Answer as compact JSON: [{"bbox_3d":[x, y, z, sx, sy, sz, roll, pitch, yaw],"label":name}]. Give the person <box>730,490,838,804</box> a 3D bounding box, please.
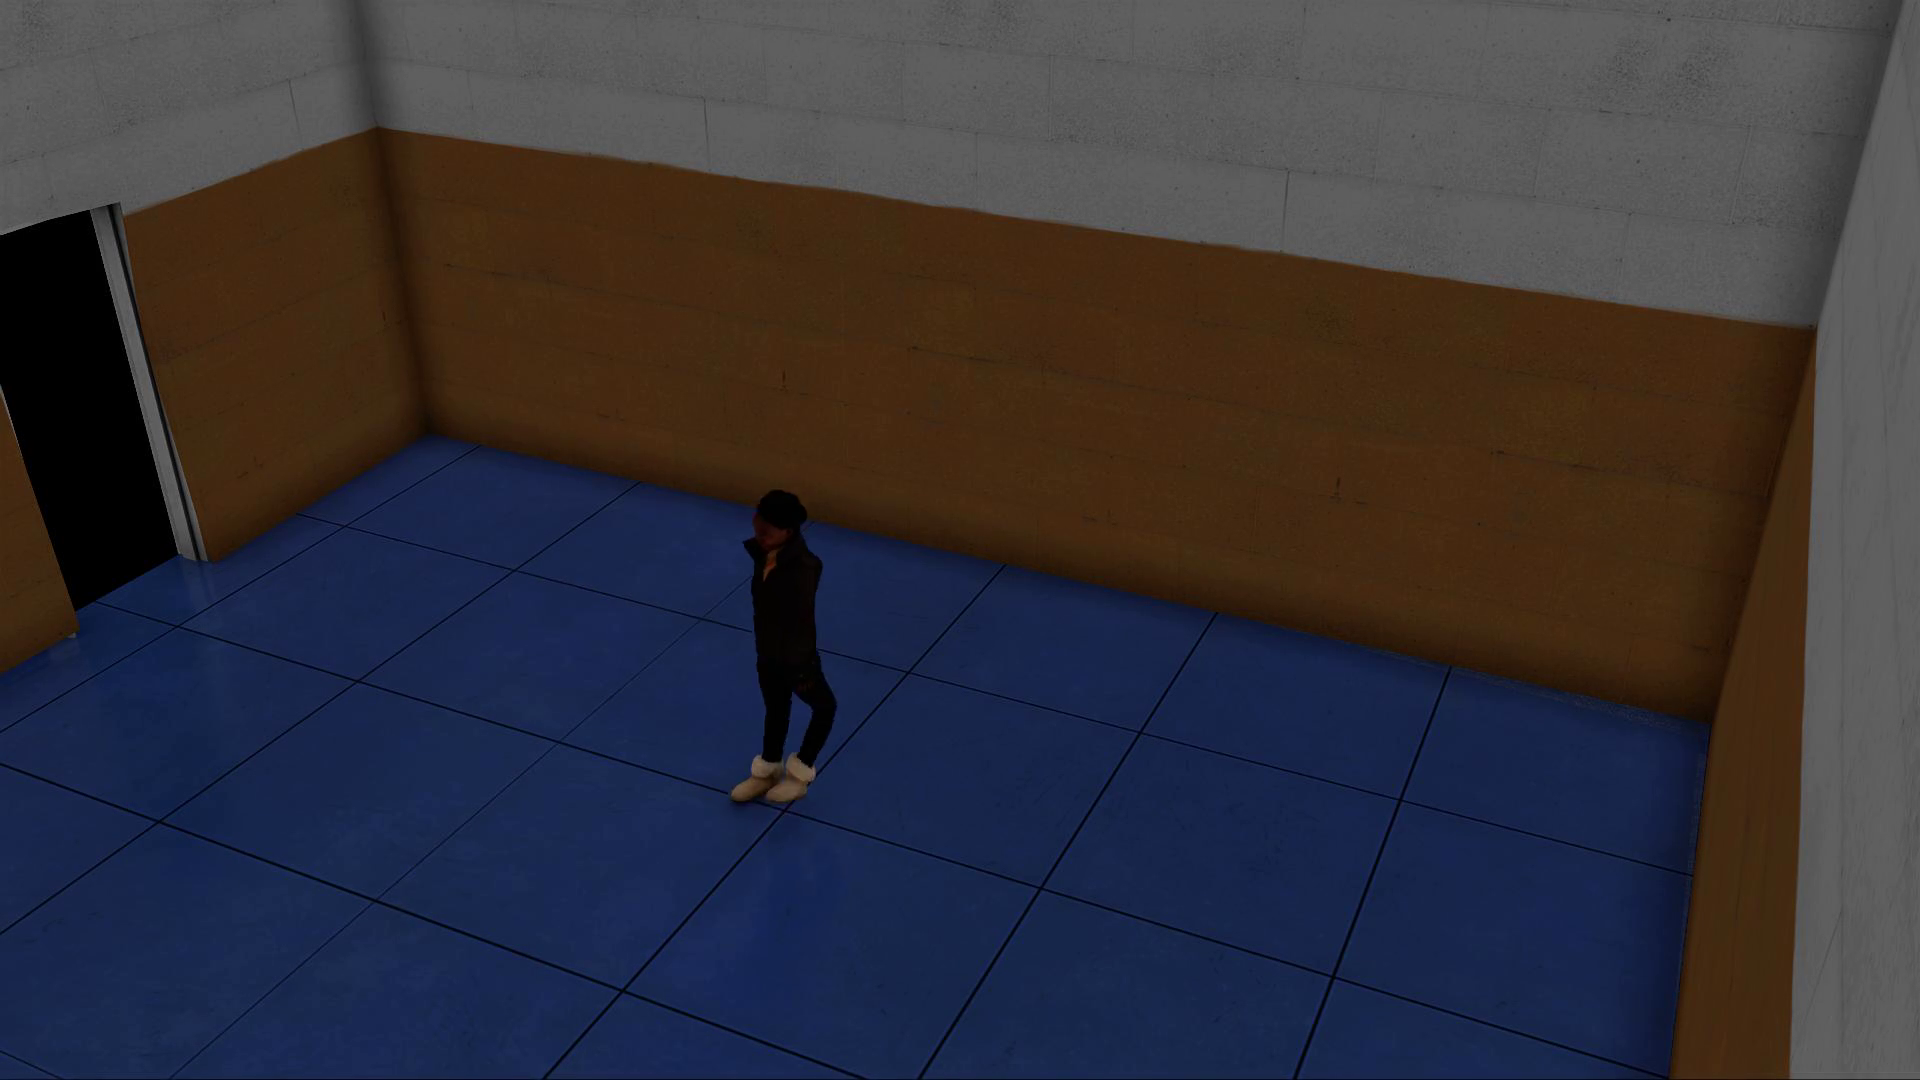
[{"bbox_3d":[-0.885,0.562,7.618,0.801,1.660,0.768,-9,30,-15],"label":"person"}]
